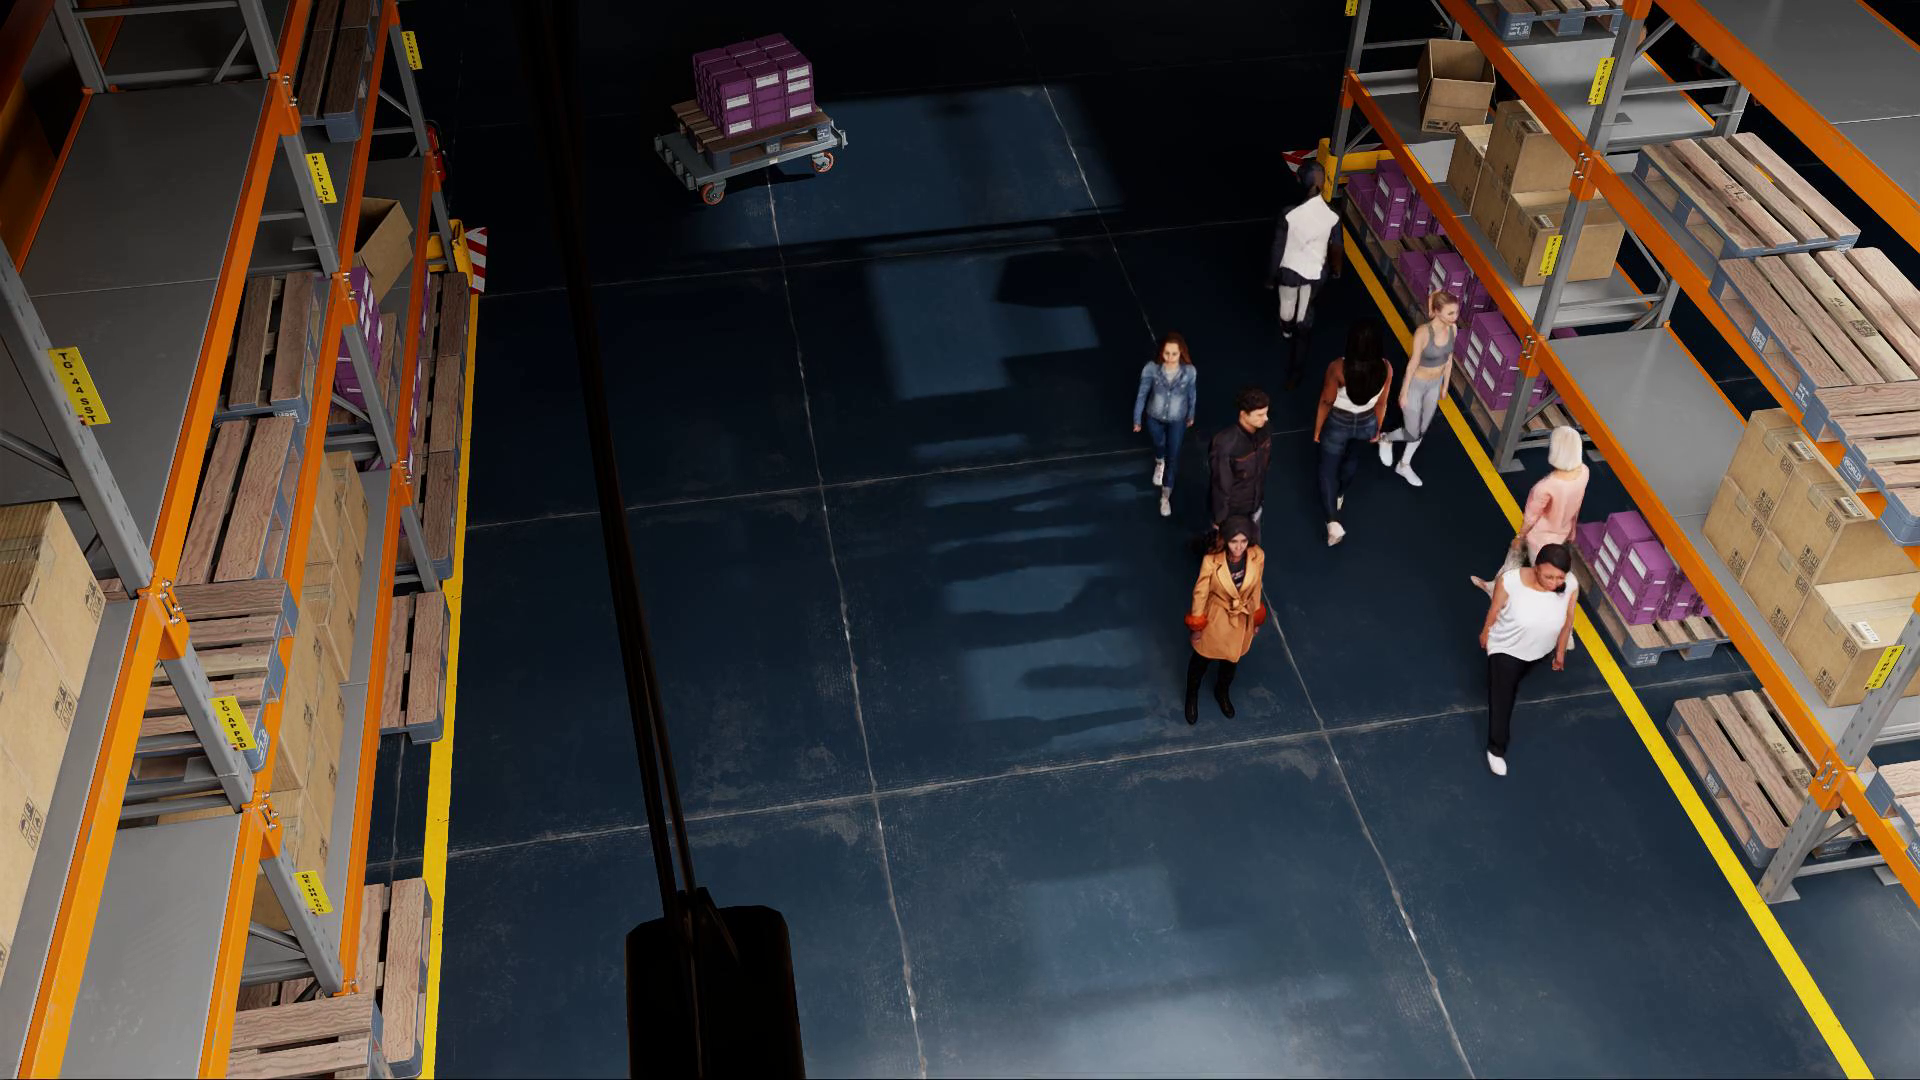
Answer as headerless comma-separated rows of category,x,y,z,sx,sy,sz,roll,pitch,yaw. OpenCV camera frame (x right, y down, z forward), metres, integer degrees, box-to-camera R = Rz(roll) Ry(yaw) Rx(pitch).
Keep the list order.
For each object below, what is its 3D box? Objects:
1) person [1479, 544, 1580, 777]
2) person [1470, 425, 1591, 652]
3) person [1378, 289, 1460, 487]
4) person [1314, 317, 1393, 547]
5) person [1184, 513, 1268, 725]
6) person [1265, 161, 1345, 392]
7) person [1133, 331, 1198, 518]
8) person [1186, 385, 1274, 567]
person,3.549,0.599,10.510,0.727,1.651,1.070,-2,44,-3
person,3.973,0.026,11.091,0.983,1.679,1.227,-28,50,-27
person,3.367,-1.169,12.336,0.683,1.693,0.785,-19,47,-19
person,2.775,-0.741,11.822,0.754,1.783,1.123,0,44,-1
person,1.676,0.507,10.557,0.684,1.720,0.564,-7,44,-8
person,2.693,-2.026,13.131,1.048,1.837,1.300,10,45,11
person,1.530,-0.962,12.293,0.802,1.453,1.012,7,44,7
person,1.797,-0.308,11.262,0.971,1.929,1.065,-34,53,-30
